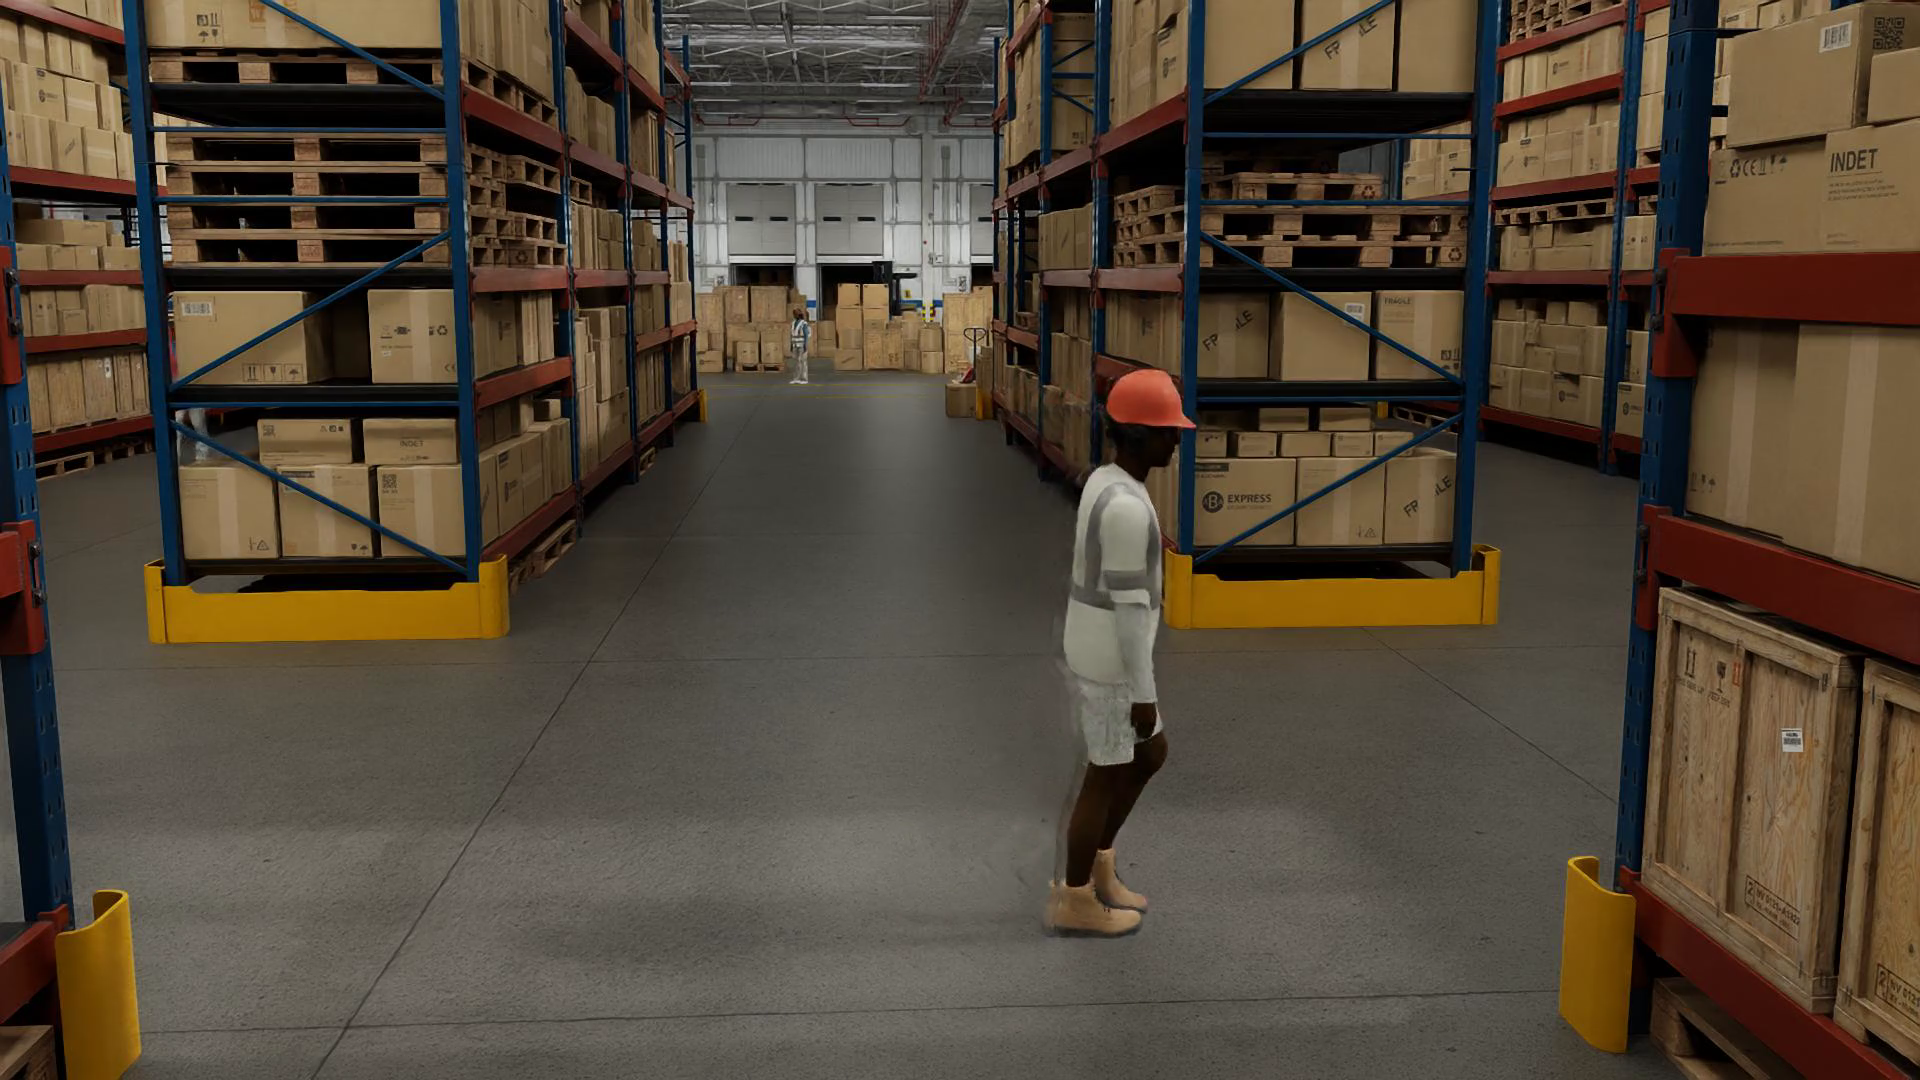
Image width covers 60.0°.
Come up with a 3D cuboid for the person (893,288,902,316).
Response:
[{"bbox_3d":[-2.300,-7.804,57.835,0.636,1.928,0.391,3,10,19],"label":"person"}]

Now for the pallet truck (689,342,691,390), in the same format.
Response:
[{"bbox_3d":[-5.225,-3.008,27.480,1.885,1.965,0.823,2,9,14],"label":"pallet truck"}]

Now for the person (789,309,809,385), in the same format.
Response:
[{"bbox_3d":[-3.471,-4.171,35.905,0.523,1.638,0.311,8,12,43],"label":"person"}]

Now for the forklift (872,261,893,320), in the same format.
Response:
[{"bbox_3d":[-2.571,-7.866,55.224,1.873,2.768,1.129,-5,10,-27],"label":"forklift"}]

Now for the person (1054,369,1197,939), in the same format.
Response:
[{"bbox_3d":[0.556,0.418,5.850,0.516,2.031,0.667,0,9,-1],"label":"person"}]

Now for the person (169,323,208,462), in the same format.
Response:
[{"bbox_3d":[-9.346,-1.721,20.001,0.659,1.798,0.919,-1,9,-3],"label":"person"}]
